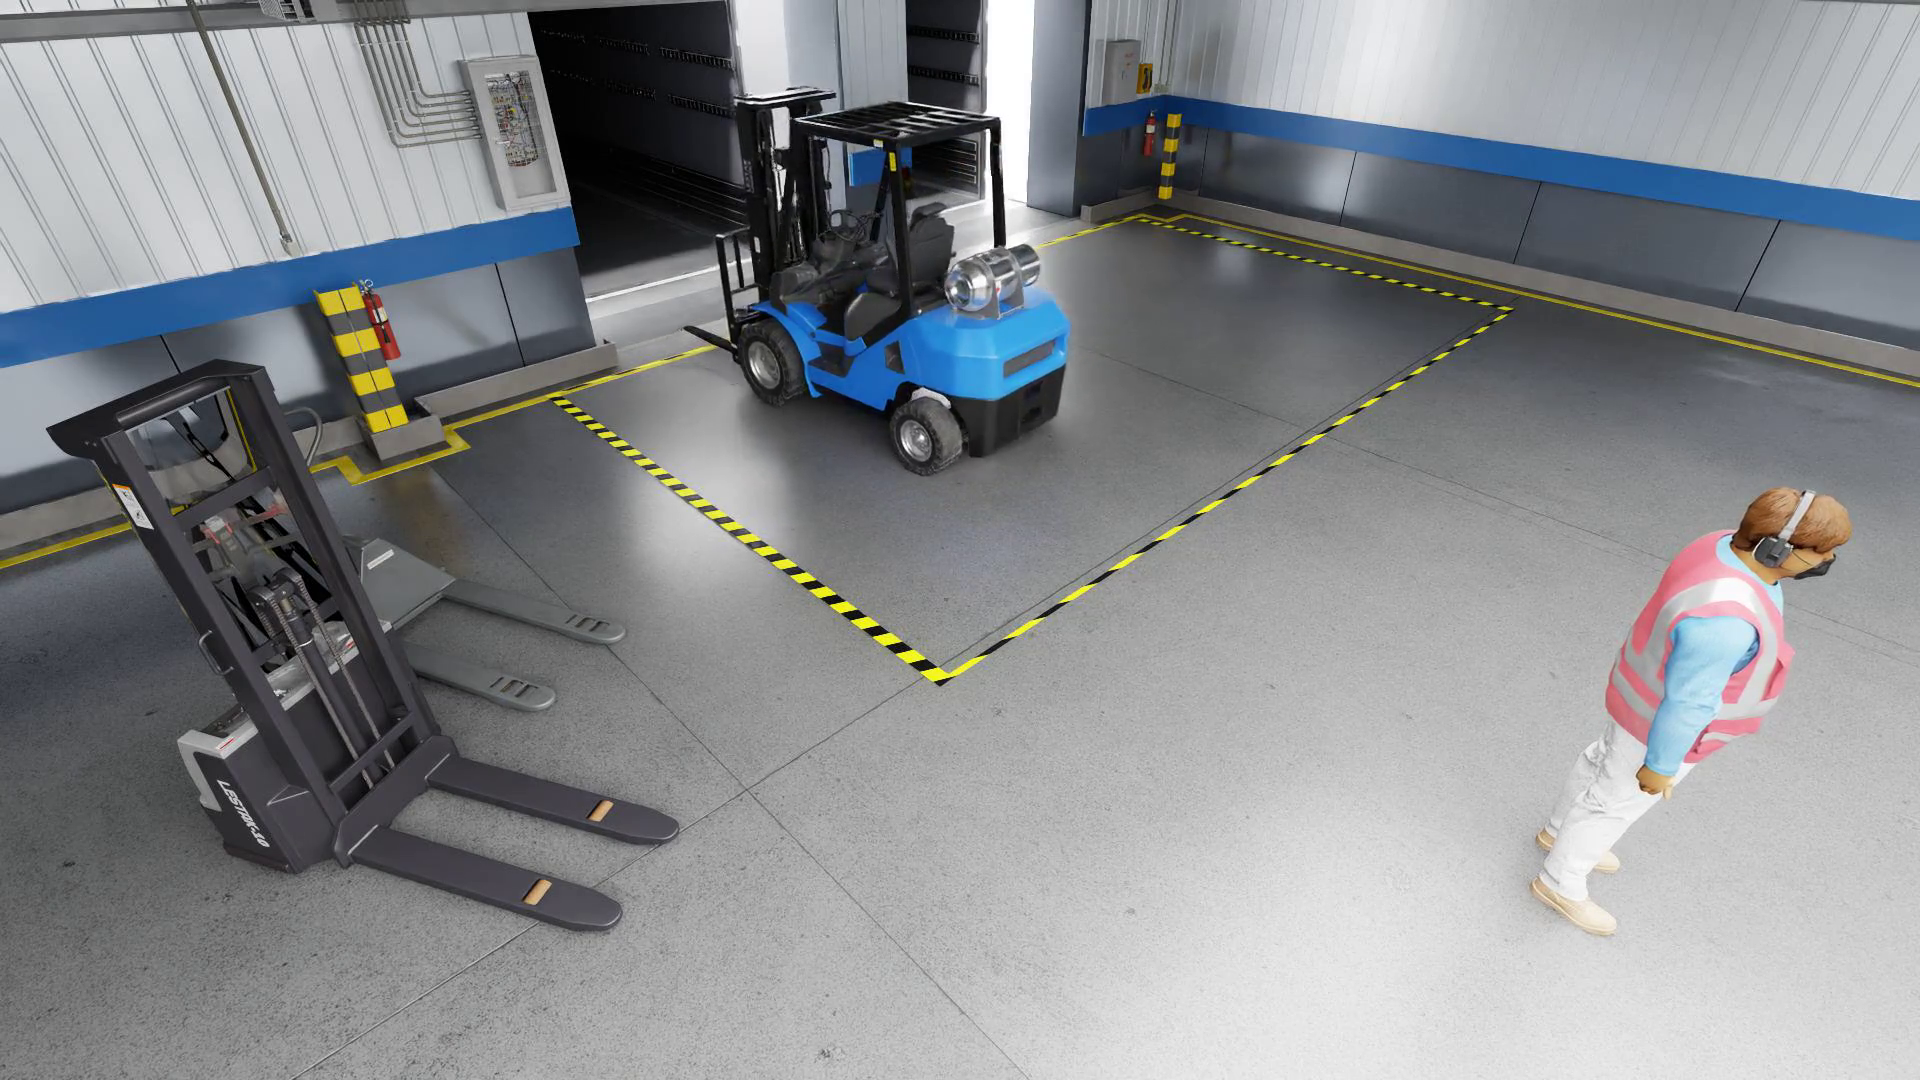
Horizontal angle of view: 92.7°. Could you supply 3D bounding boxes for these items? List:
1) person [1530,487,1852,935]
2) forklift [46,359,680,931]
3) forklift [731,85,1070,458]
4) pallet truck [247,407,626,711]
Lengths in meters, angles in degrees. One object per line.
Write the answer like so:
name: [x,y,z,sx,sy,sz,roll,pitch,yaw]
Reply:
person: [2.482,0.618,3.202,0.429,1.841,0.633,21,40,28]
forklift: [-2.135,0.422,3.354,1.885,1.965,0.823,10,35,14]
forklift: [-0.504,-2.018,6.621,2.680,2.036,1.157,26,42,33]
pallet truck: [-2.628,0.038,4.590,1.601,1.201,0.680,12,36,18]
